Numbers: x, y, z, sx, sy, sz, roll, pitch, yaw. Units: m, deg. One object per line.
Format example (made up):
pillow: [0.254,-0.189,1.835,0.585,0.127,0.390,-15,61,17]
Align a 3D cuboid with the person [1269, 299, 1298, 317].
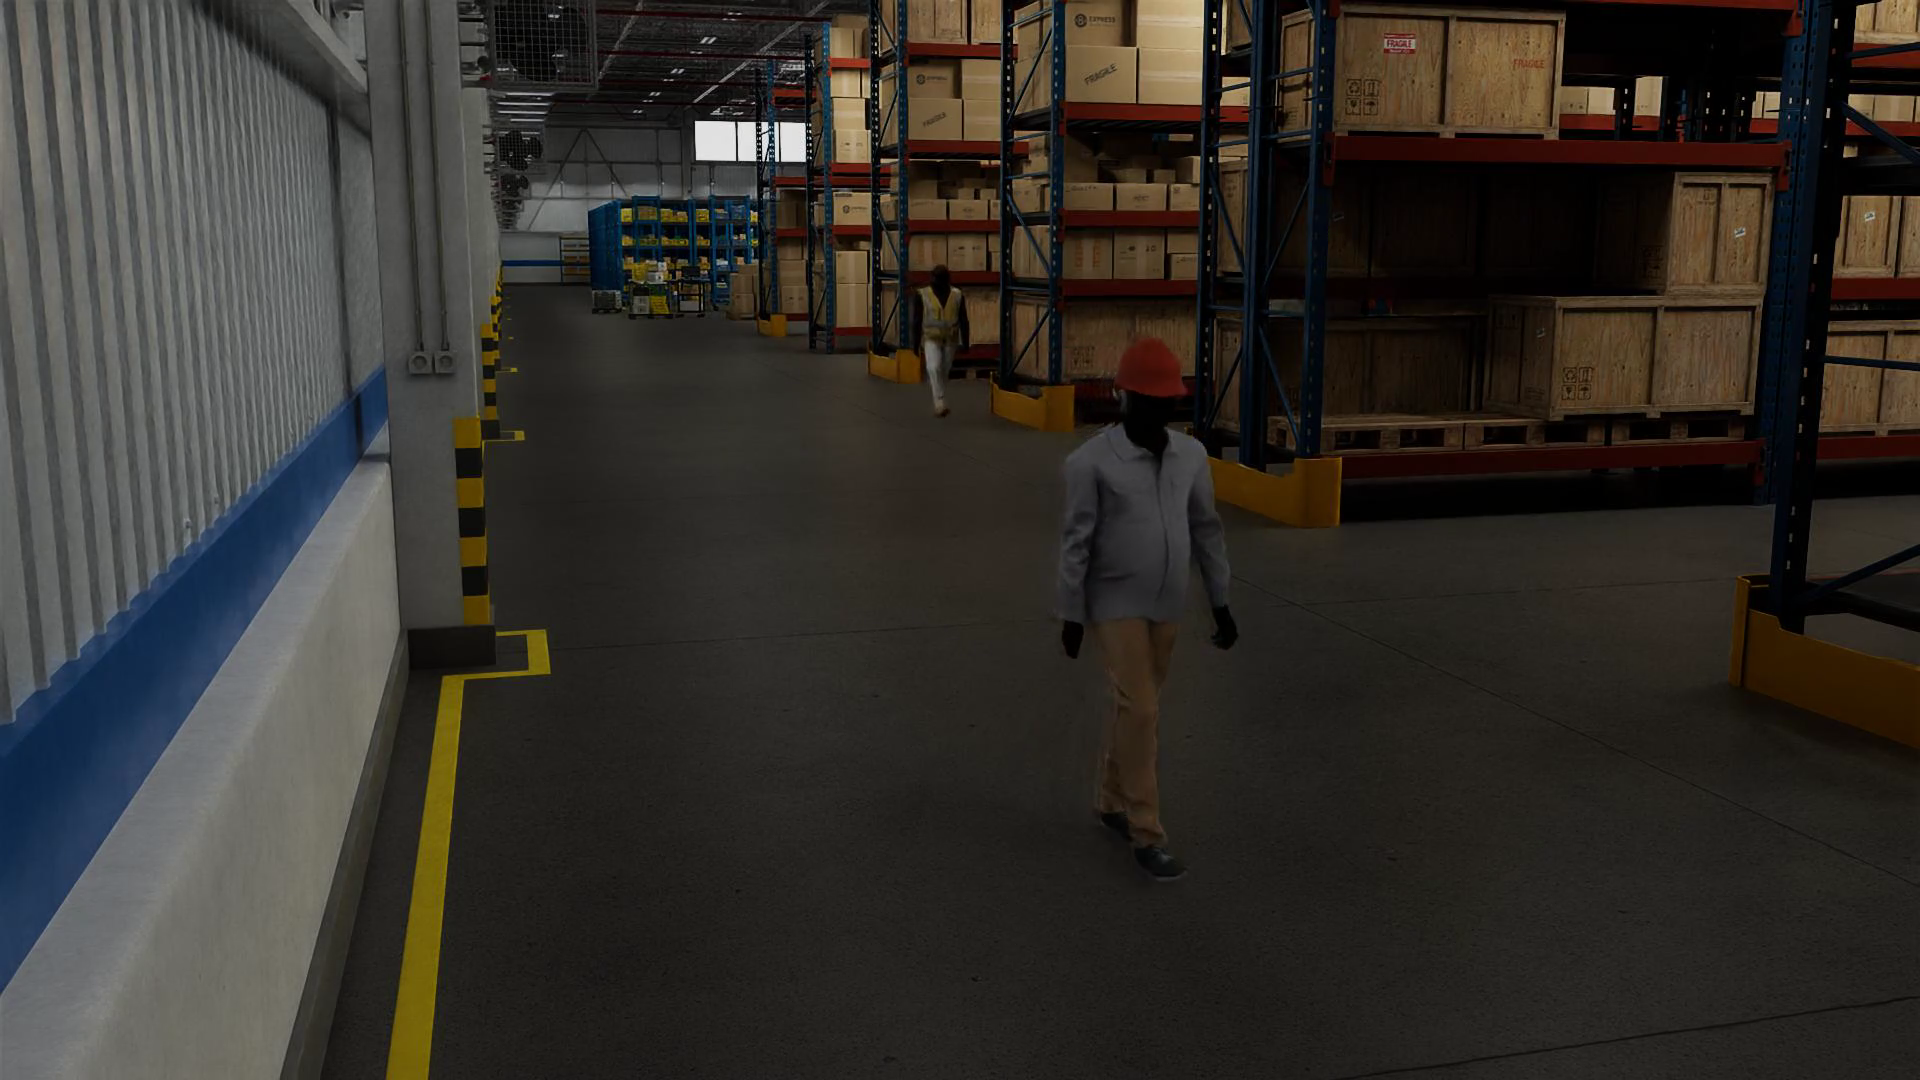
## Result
person: [3.213,-1.995,17.308,1.017,1.937,0.655,-1,10,-7]

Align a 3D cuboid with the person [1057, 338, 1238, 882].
person: [0.660,0.218,5.417,0.568,1.723,0.762,-7,12,-34]

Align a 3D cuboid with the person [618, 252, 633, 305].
person: [-11.556,-9.043,57.510,0.565,1.846,0.390,-7,12,-35]

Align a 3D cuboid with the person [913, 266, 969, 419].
person: [-0.205,-2.348,19.752,0.651,1.789,0.947,-3,10,-17]
